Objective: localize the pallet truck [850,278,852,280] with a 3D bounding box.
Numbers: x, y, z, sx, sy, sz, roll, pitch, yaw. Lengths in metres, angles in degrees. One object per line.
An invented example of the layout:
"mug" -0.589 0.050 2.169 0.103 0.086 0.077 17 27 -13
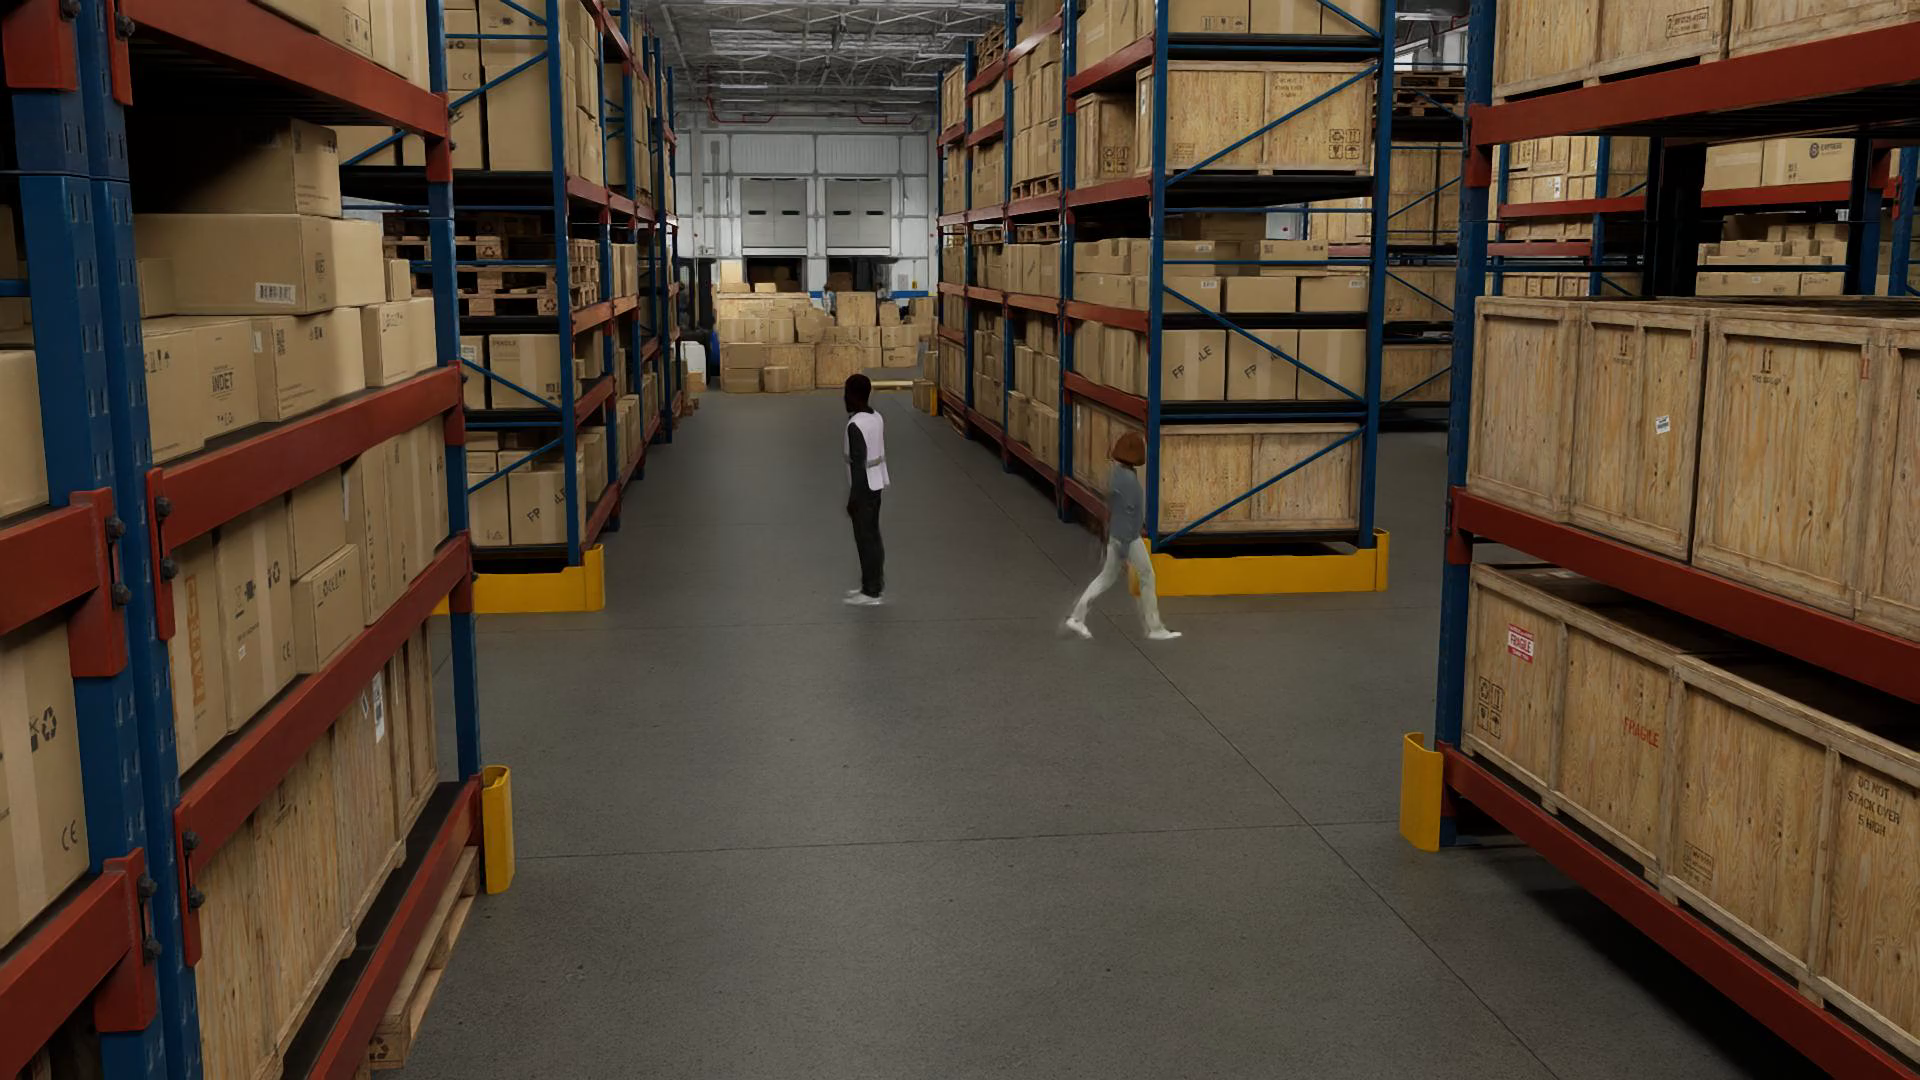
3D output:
"pallet truck" -3.782 -9.391 65.808 1.885 1.965 0.823 2 10 10

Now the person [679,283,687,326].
"person" -9.447 -7.753 56.439 0.635 1.938 0.361 4 11 23

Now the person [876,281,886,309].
"person" -2.921 -8.647 61.723 0.828 1.920 0.637 -7 12 -34

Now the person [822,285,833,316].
"person" -5.578 -10.002 70.472 0.546 1.616 0.596 5 11 25

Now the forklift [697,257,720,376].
"forklift" -5.941 -5.231 39.020 1.873 2.768 1.129 -1 10 -8

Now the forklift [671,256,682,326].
"forklift" -11.300 -9.496 63.850 1.129 2.768 1.873 -1 10 -7

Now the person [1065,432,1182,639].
"person" 1.214 -0.026 12.461 0.855 1.595 0.500 -2 10 -10

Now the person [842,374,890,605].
"person" -0.781 -0.419 13.804 0.372 1.916 0.596 2 10 13

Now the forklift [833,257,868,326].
"forklift" -2.884 -6.733 47.766 1.873 2.768 1.129 -3 10 -15
